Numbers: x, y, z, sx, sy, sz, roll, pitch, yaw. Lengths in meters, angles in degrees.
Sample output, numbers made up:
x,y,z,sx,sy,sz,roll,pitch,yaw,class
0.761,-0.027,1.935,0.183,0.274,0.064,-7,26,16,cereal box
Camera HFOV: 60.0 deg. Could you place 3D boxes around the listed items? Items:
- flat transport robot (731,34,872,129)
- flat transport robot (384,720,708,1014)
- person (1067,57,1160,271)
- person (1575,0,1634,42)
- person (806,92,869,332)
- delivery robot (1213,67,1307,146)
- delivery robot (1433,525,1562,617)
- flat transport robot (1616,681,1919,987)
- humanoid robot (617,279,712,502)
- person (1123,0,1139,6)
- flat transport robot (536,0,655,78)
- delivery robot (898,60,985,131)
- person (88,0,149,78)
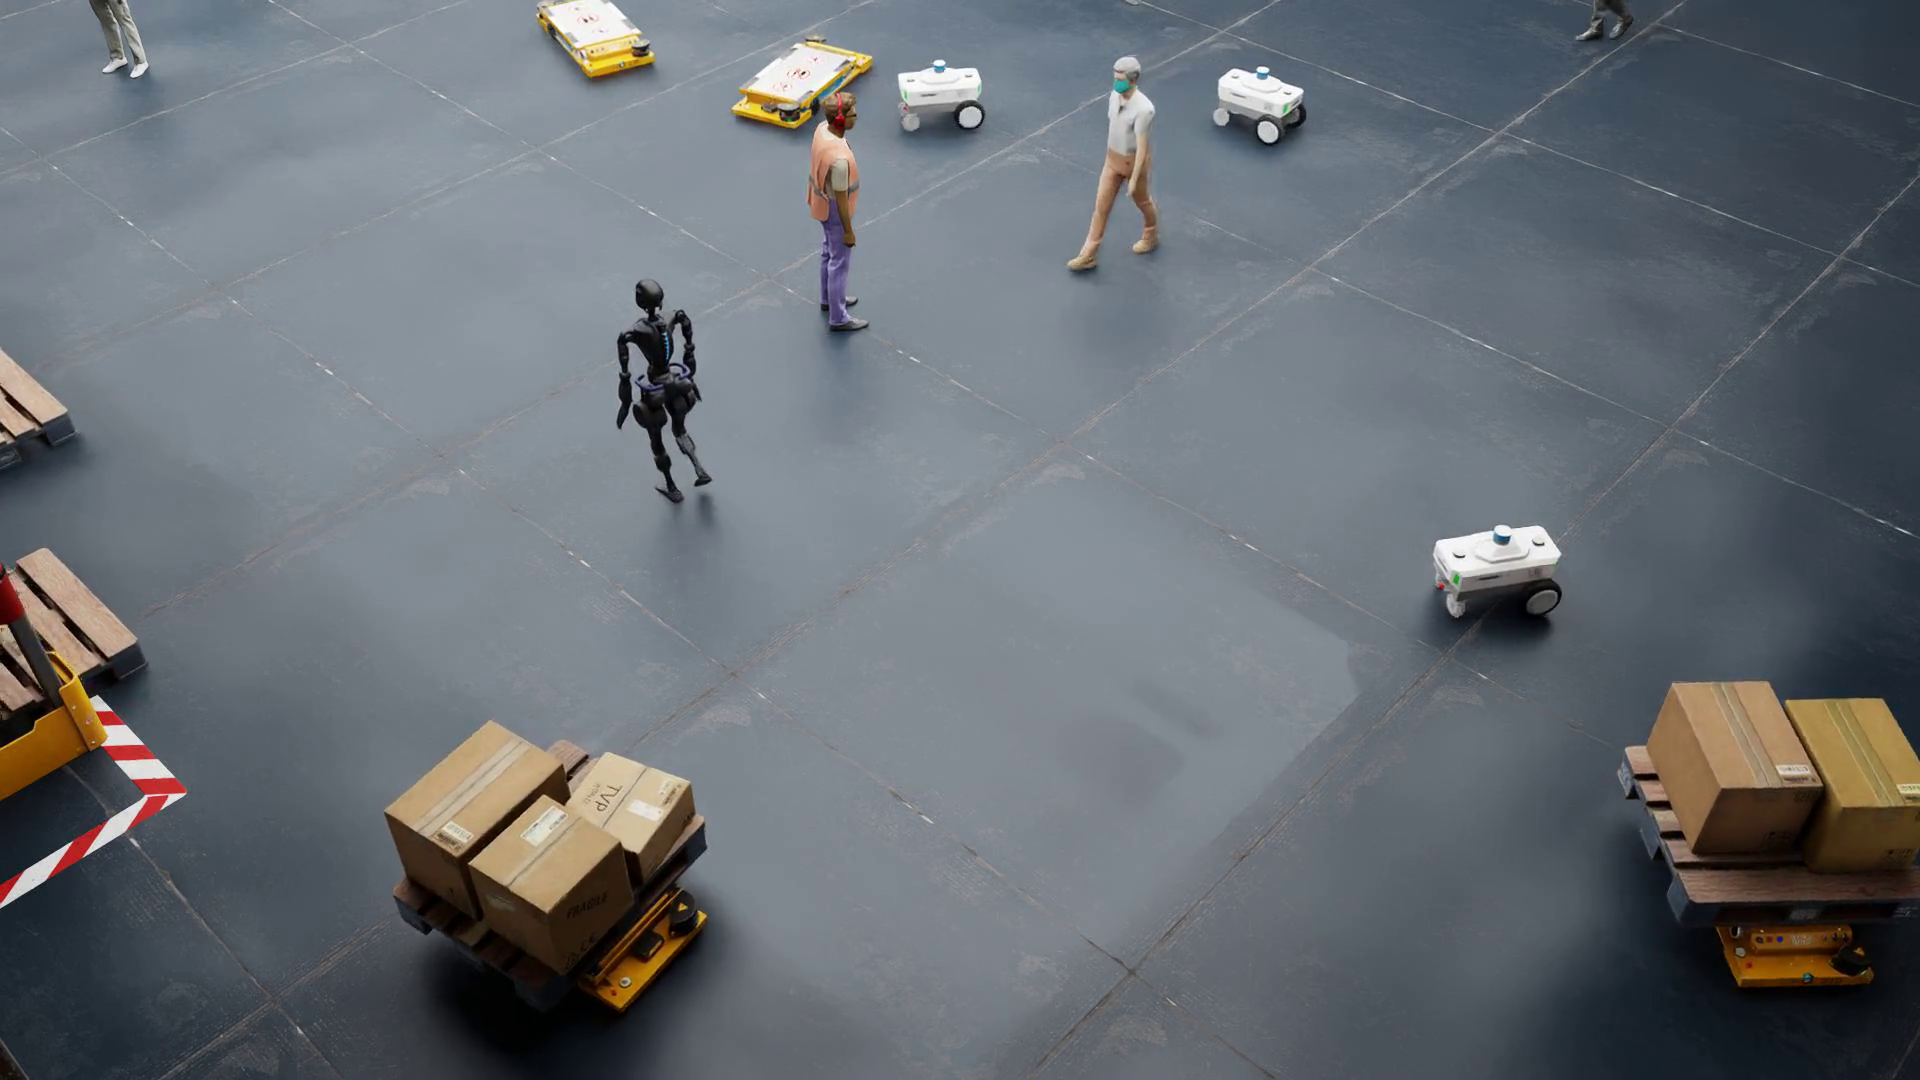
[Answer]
x,y,z,sx,sy,sz,roll,pitch,yaw,class
-1.430,-4.195,15.188,0.659,0.231,1.431,19,45,20,flat transport robot
-2.055,1.806,8.519,1.431,0.231,0.659,24,47,24,flat transport robot
1.264,-2.861,12.636,0.903,1.703,0.486,-30,50,-29,person
6.145,-5.500,15.484,0.465,1.819,0.565,-12,43,-13,person
-0.898,-2.361,11.983,0.391,1.836,0.559,-11,43,-12,person
2.644,-3.834,14.587,0.807,0.613,0.499,26,48,26,delivery robot
3.273,0.157,10.140,0.769,0.598,0.512,-8,43,-9,delivery robot
4.141,1.665,8.675,0.659,0.231,1.431,-1,42,-1,flat transport robot
-1.867,-0.904,10.482,0.585,1.646,0.426,-31,50,-30,humanoid robot
1.447,-6.188,16.265,0.818,1.799,0.634,32,51,30,person
-3.509,-4.855,15.922,0.659,0.231,1.431,-21,46,-22,flat transport robot
-0.166,-3.944,14.686,0.768,0.581,0.499,-7,42,-7,delivery robot
-7.780,-5.005,15.061,0.512,1.641,0.311,15,44,16,person
